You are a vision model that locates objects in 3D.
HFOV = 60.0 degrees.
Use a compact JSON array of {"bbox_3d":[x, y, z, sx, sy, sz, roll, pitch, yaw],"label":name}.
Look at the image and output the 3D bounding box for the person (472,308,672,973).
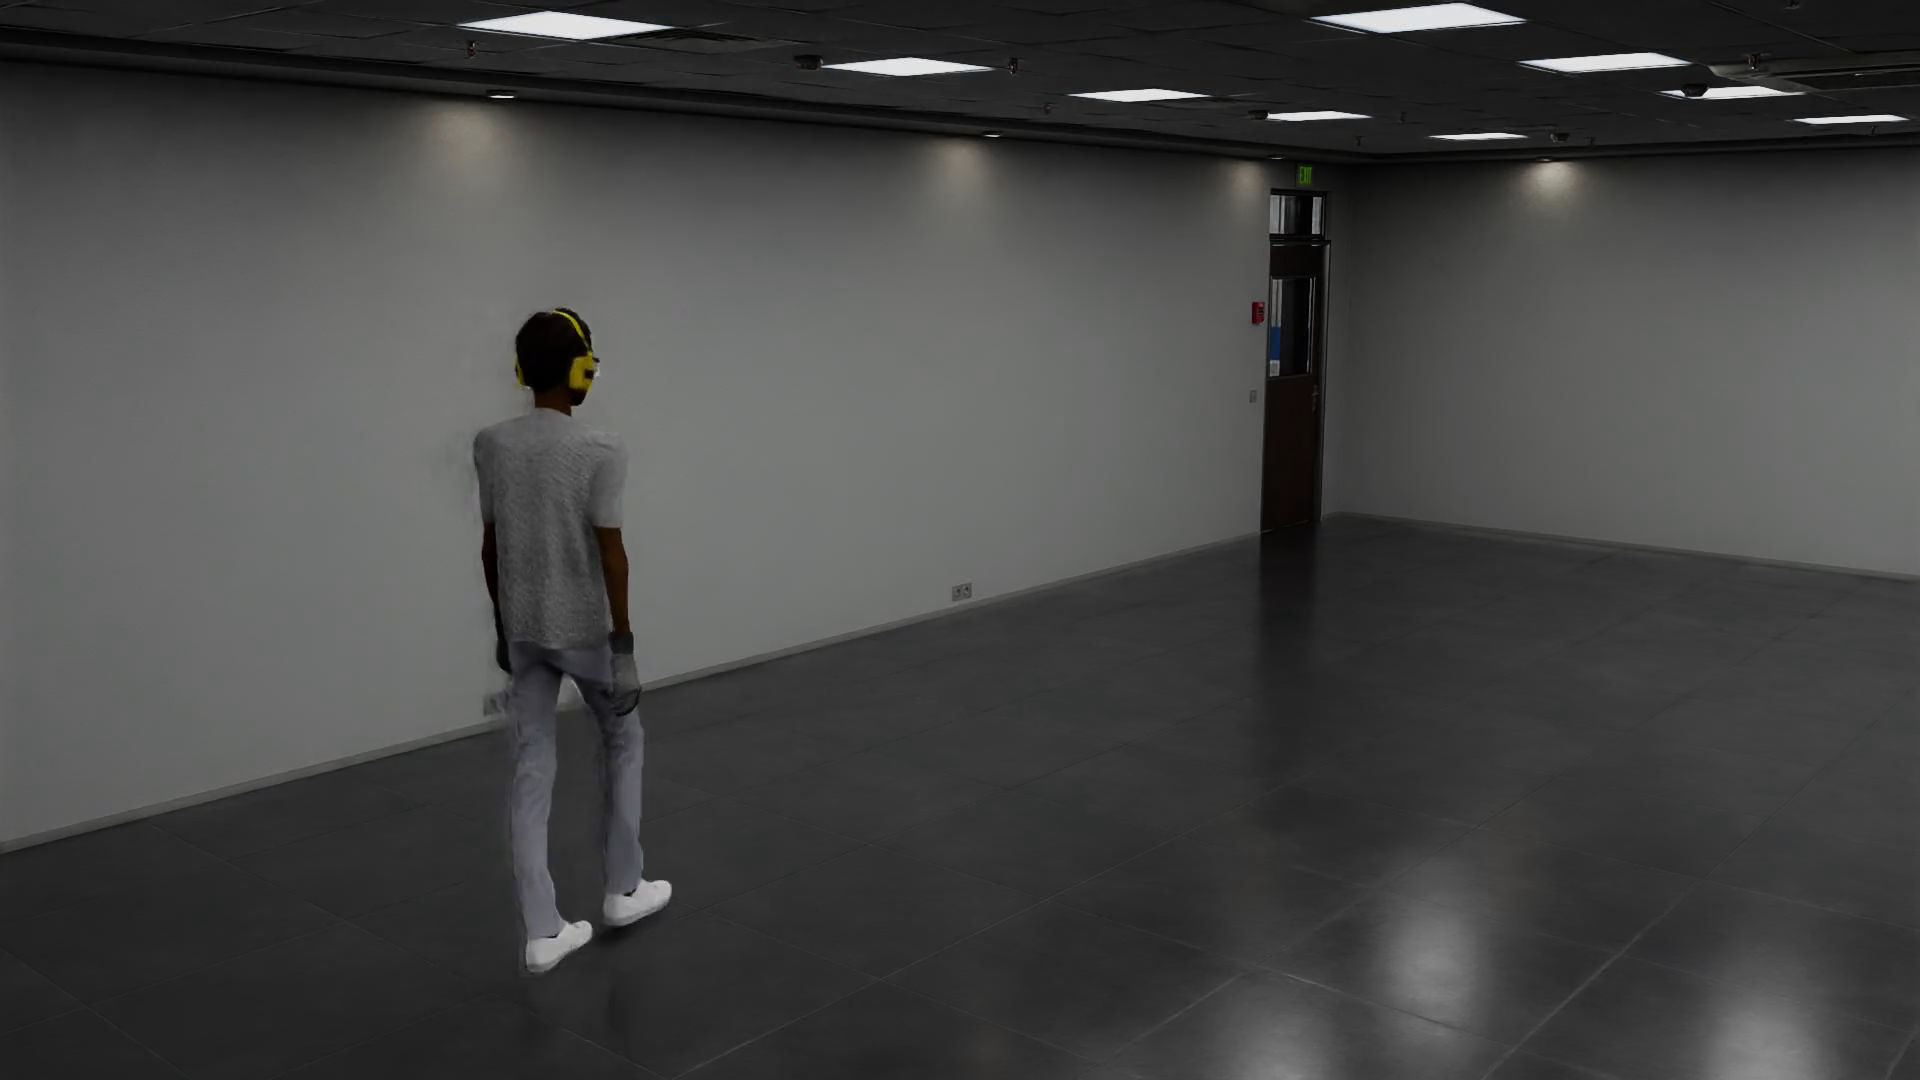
[{"bbox_3d":[-1.093,0.263,4.804,0.564,1.844,0.740,3,10,18],"label":"person"}]
